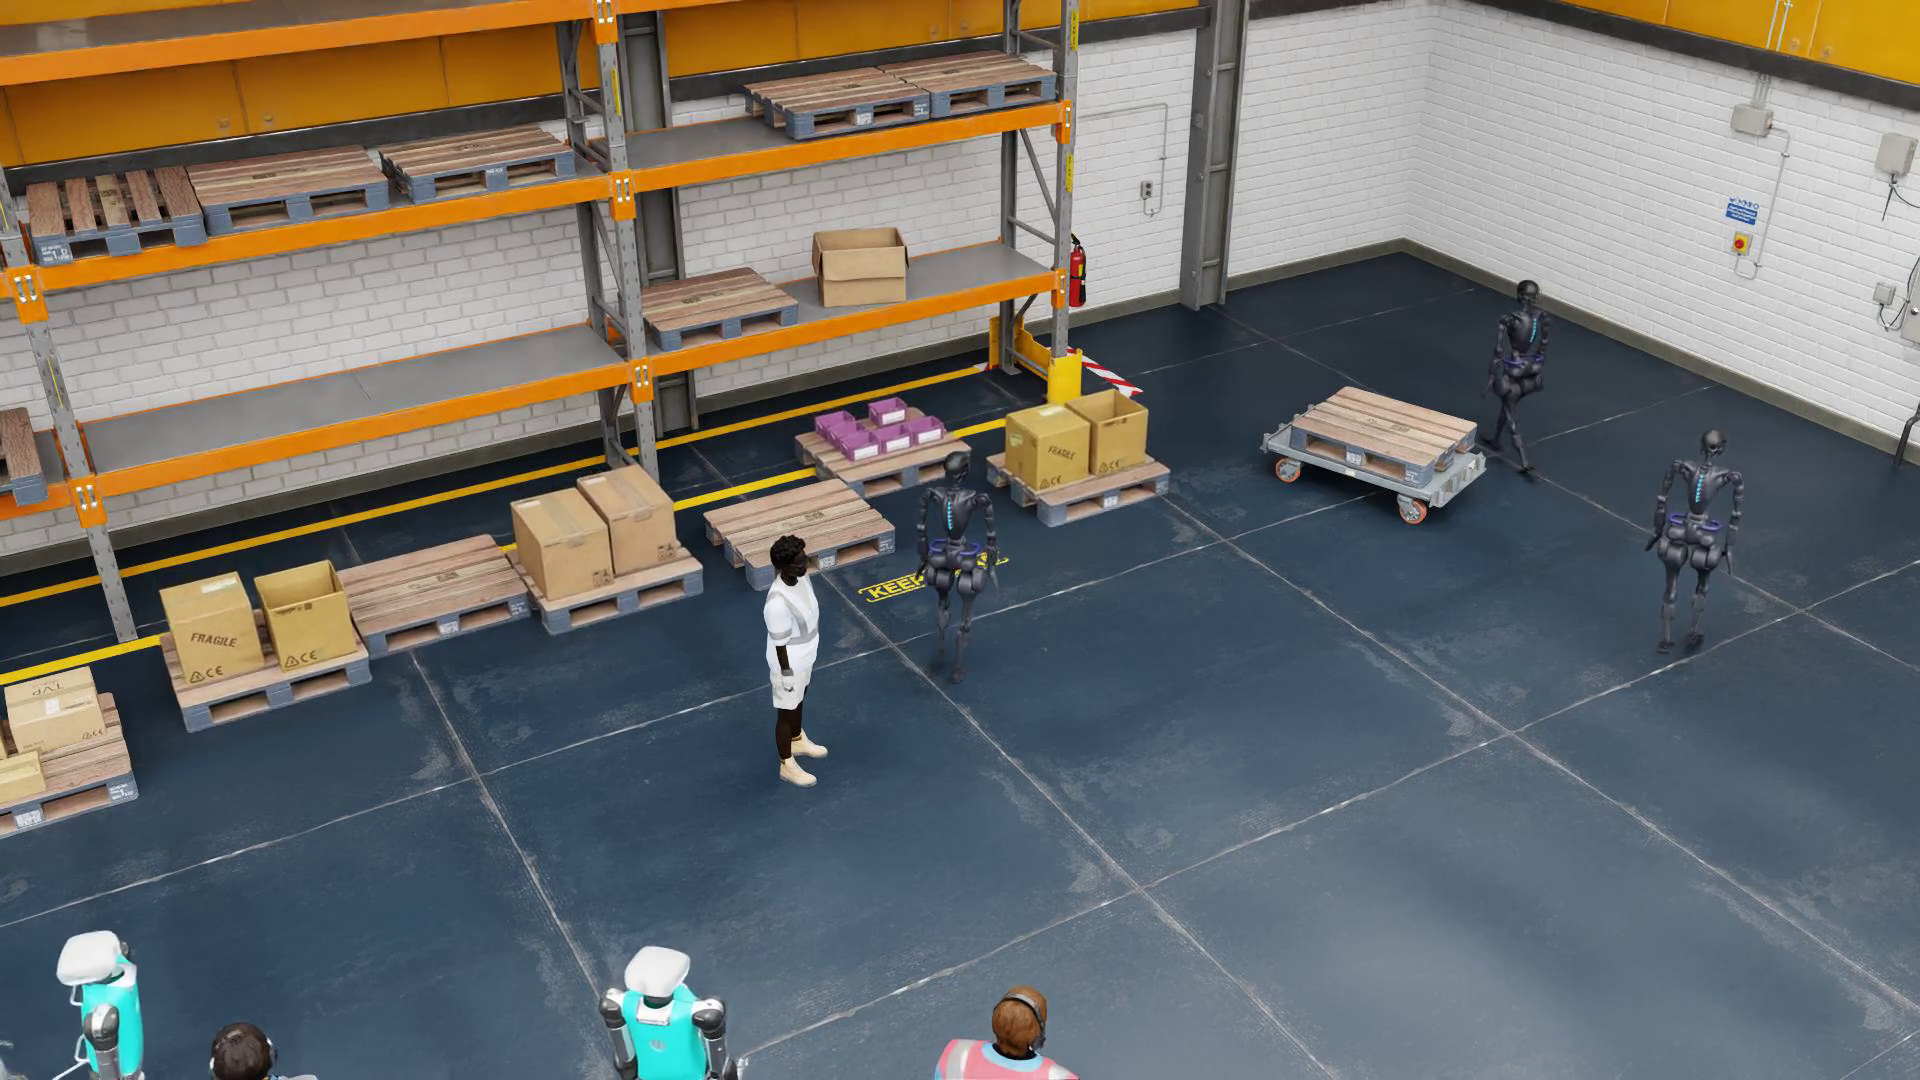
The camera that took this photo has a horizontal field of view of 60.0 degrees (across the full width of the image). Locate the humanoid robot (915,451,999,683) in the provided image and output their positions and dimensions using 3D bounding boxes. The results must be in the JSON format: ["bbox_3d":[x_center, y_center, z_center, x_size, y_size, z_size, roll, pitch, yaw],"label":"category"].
[{"bbox_3d":[-0.037,0.174,11.230,0.603,1.646,0.402,9,31,15],"label":"humanoid robot"}]

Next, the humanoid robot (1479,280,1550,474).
[{"bbox_3d":[4.747,-1.385,14.076,0.615,1.638,0.821,-12,31,-20],"label":"humanoid robot"}]

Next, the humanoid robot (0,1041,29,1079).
[{"bbox_3d":[-4.522,2.301,7.418,0.816,1.788,0.564,-26,39,-38],"label":"humanoid robot"}]

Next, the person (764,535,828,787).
[{"bbox_3d":[-1.018,0.721,10.246,0.318,1.696,0.534,5,30,10],"label":"person"}]

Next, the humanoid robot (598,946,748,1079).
[{"bbox_3d":[-1.161,2.408,7.340,0.547,1.900,0.726,5,30,9],"label":"humanoid robot"}]

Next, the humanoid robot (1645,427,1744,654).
[{"bbox_3d":[5.081,0.009,11.535,0.589,1.644,0.440,18,34,29],"label":"humanoid robot"}]

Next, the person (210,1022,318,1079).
[{"bbox_3d":[-2.669,2.657,6.632,0.532,1.881,0.410,-18,34,-29],"label":"person"}]

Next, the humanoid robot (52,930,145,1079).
[{"bbox_3d":[-3.824,2.460,7.171,1.067,1.747,0.530,-9,31,-16],"label":"humanoid robot"}]

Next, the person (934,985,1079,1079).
[{"bbox_3d":[0.211,2.565,6.852,0.629,1.836,0.431,10,31,17],"label":"person"}]
